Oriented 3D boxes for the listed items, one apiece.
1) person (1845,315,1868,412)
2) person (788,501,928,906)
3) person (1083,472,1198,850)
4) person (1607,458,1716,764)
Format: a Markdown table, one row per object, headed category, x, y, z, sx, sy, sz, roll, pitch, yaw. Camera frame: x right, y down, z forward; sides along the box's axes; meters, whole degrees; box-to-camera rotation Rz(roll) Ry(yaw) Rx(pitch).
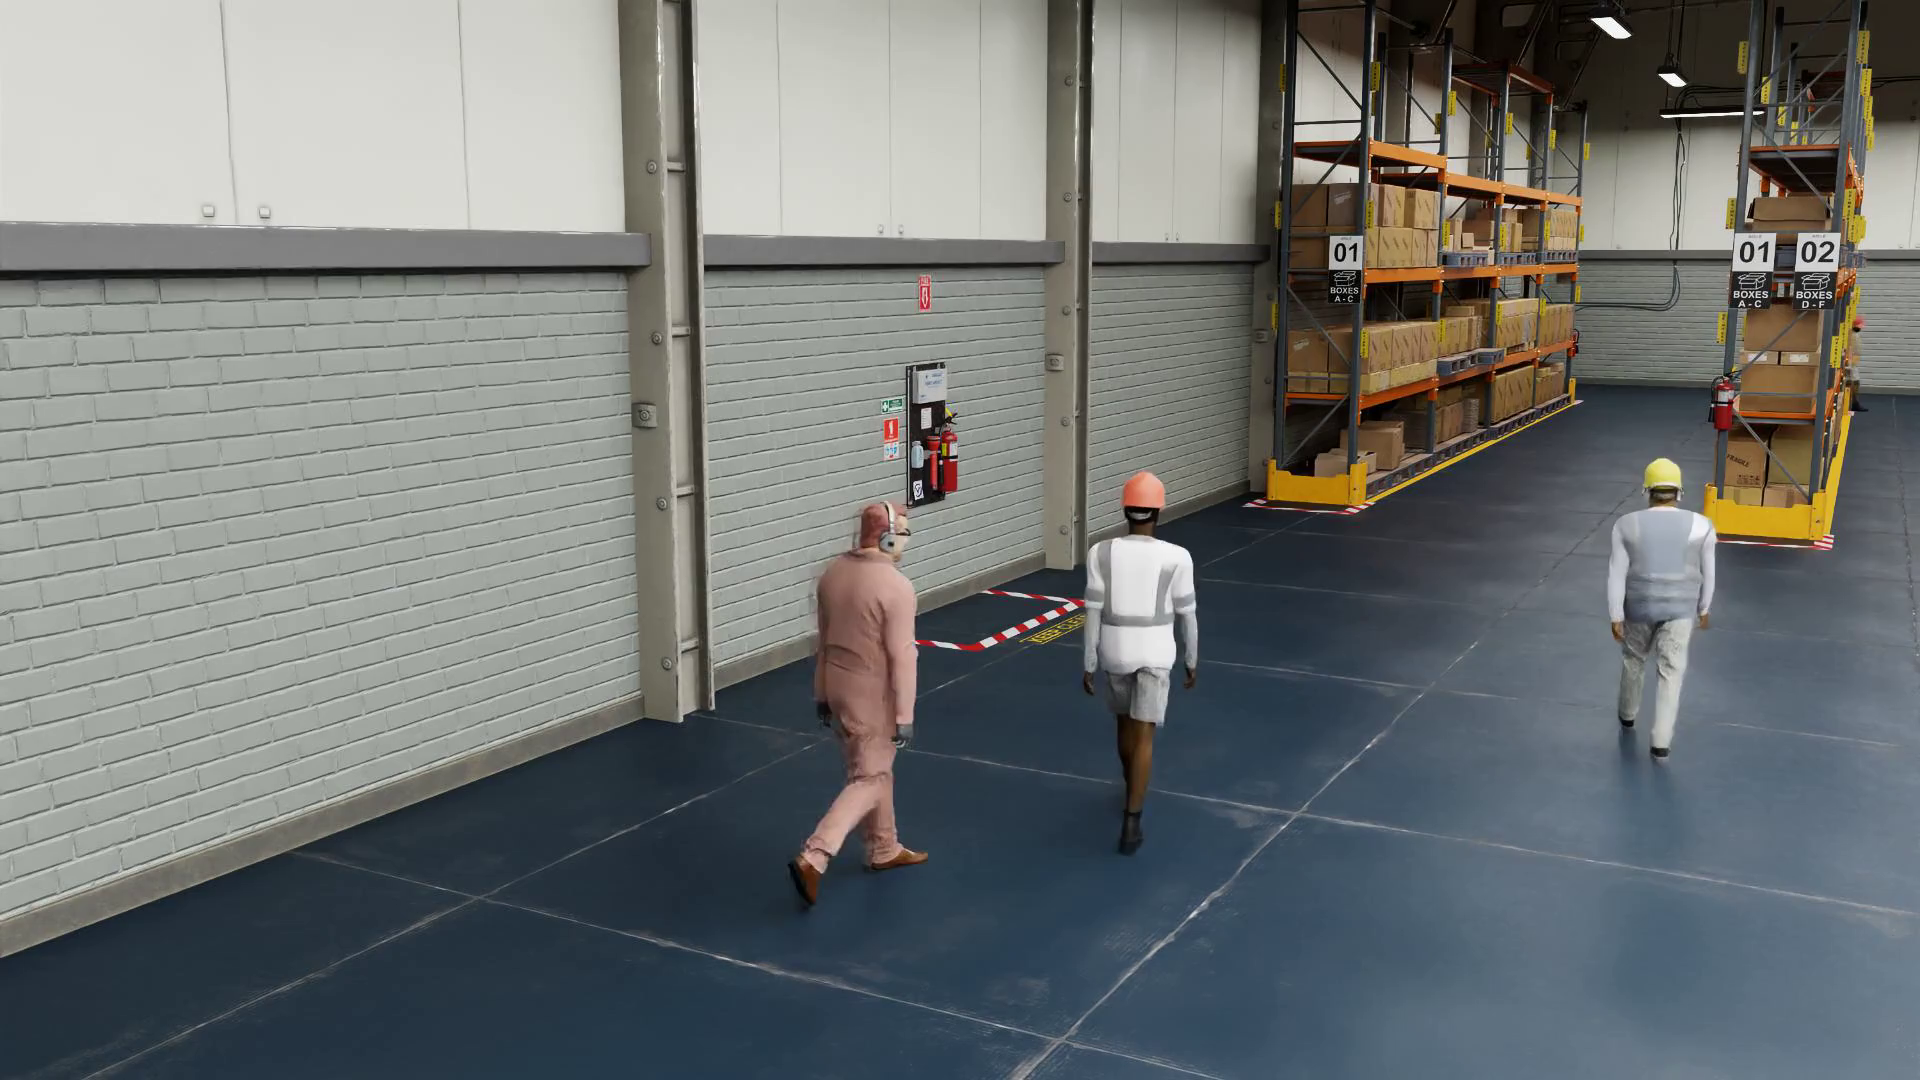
| category | x | y | z | sx | sy | sz | roll | pitch | yaw |
| --- | --- | --- | --- | --- | --- | --- | --- | --- | --- |
| person | 17.095 | -3.408 | 32.058 | 0.815 | 1.877 | 0.592 | 6 | 11 | 32 |
| person | -0.492 | 0.748 | 7.798 | 0.859 | 1.867 | 0.686 | -8 | 12 | -38 |
| person | 0.948 | 0.587 | 8.667 | 0.571 | 1.878 | 1.012 | 2 | 10 | 14 |
| person | 4.232 | 0.395 | 10.071 | 0.597 | 1.780 | 0.933 | 4 | 10 | 20 |
